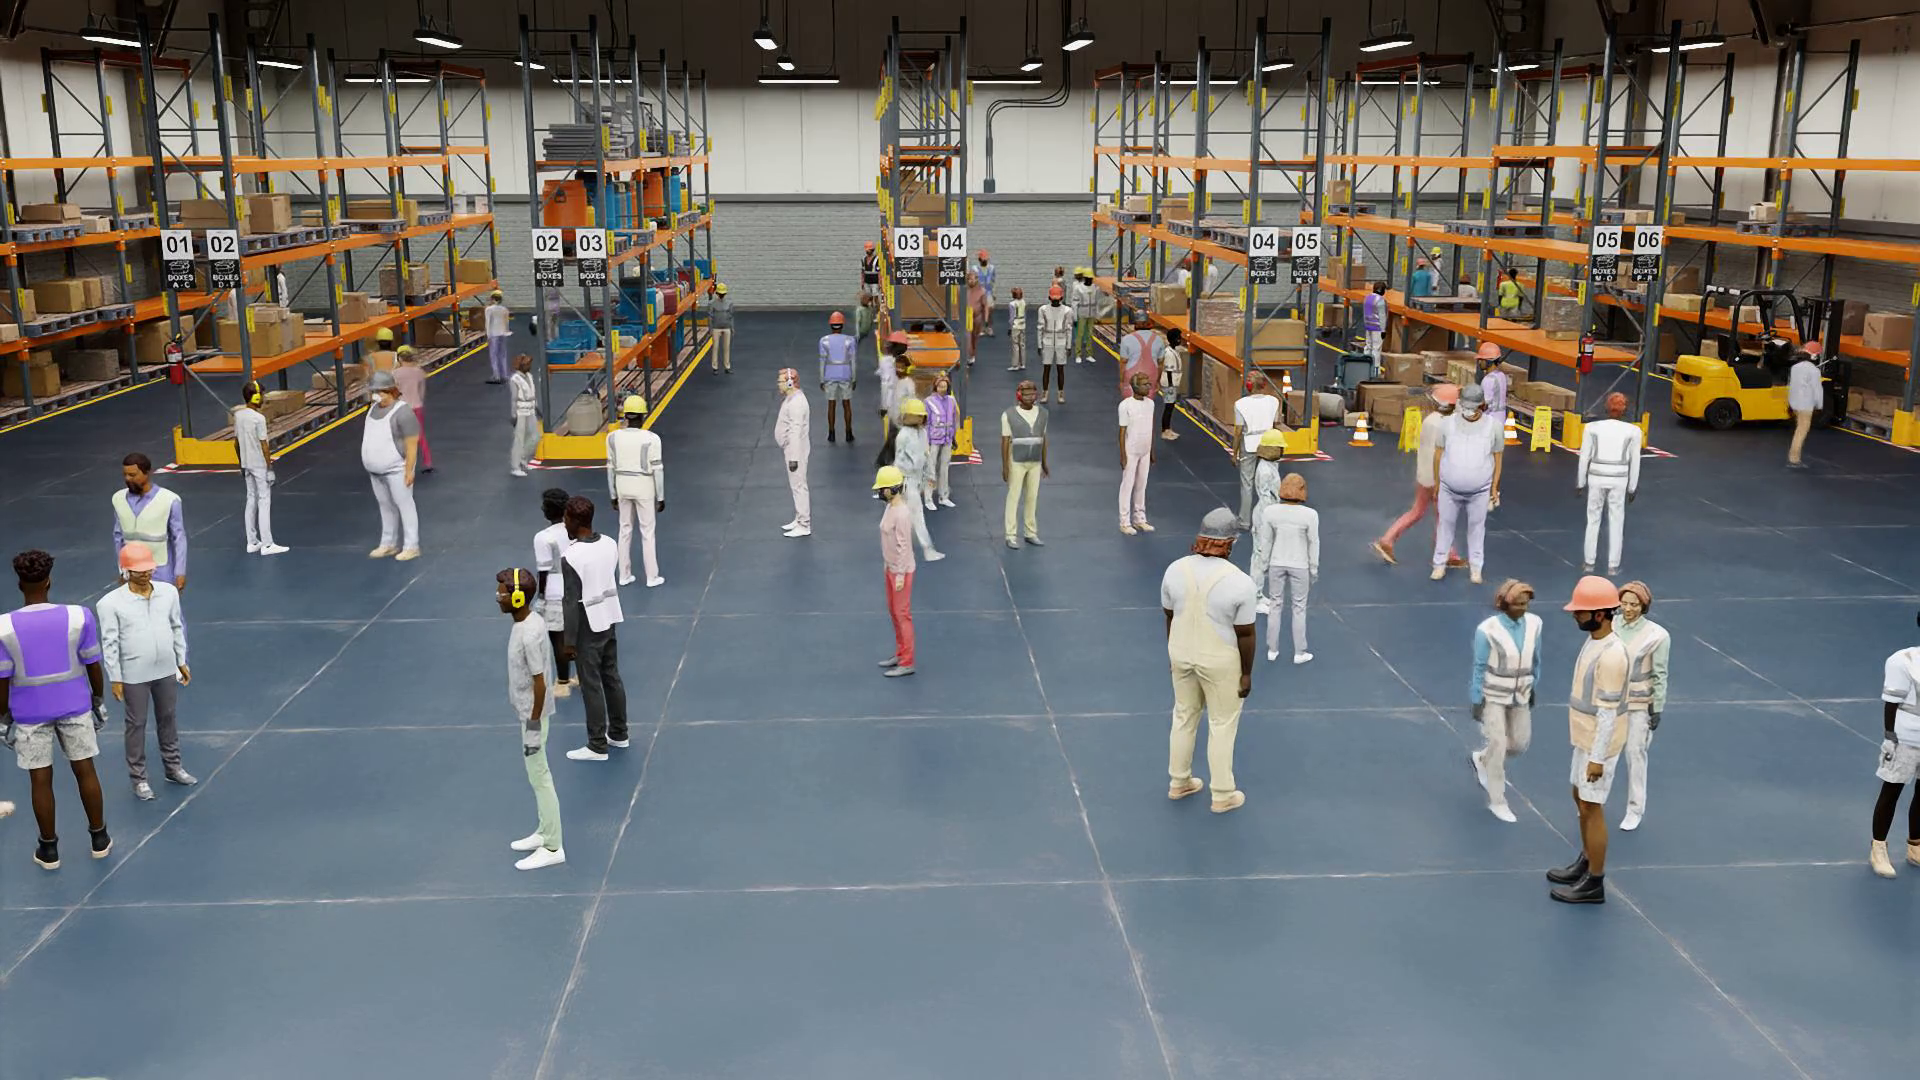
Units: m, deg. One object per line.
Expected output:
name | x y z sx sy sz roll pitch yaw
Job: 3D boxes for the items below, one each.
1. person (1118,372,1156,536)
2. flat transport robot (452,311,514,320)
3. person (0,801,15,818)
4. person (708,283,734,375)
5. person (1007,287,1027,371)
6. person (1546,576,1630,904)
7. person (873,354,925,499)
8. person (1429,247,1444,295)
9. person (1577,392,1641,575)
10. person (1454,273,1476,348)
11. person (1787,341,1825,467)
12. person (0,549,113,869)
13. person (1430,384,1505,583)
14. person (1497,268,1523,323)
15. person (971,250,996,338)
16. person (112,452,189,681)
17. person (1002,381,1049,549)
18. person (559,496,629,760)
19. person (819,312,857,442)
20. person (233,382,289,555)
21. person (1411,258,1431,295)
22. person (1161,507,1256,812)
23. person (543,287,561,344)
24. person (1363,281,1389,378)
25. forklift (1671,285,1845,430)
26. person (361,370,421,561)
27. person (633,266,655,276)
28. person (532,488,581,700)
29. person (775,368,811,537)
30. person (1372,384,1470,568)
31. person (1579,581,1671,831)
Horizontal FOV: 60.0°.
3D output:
person | 2.011 -0.982 18.844 0.508 1.846 0.342 -10 17 -37
flat transport robot | -12.065 -5.657 42.026 1.431 0.197 0.652 5 14 19
person | -6.710 0.903 10.440 0.689 2.000 1.045 10 17 37
person | -4.613 -4.085 32.170 0.523 1.765 0.316 -7 15 -26
person | 1.123 -4.146 32.697 0.306 1.637 0.523 10 17 37
person | 3.645 1.153 9.644 0.388 1.924 0.550 2 13 9
person | -0.739 -1.421 20.744 0.701 1.827 0.547 -4 14 -18
person | 12.238 -6.614 42.765 0.405 1.823 0.591 4 14 17
person | 6.647 -0.580 17.059 0.583 1.882 0.337 6 14 23
person | 11.025 -5.023 36.429 0.508 1.628 0.287 5 14 21
person | 11.618 -1.857 22.790 0.449 1.737 0.570 0 13 -2
person | -5.520 1.020 10.103 0.612 1.963 0.363 -9 16 -34
person | 5.084 -0.577 16.710 0.674 2.000 0.535 5 14 19
person | 12.367 -5.266 37.372 0.545 1.679 0.605 3 14 11
person | 0.570 -5.650 38.272 0.642 2.000 0.967 -3 14 -14
person | -6.607 0.216 13.616 0.597 1.916 0.371 2 13 8
person | 0.703 -0.833 18.216 0.572 1.843 0.373 -7 15 -28
person | -2.623 0.627 11.904 0.397 1.910 0.587 5 14 20
person | -1.814 -2.429 24.784 0.551 1.932 0.378 -1 13 -4
person | -7.568 -0.774 17.928 0.534 1.863 0.332 8 15 31
person | 10.942 -5.854 39.726 0.575 1.727 0.711 -6 15 -24
person | 1.684 0.767 11.017 0.683 2.000 0.535 10 17 37
person | -8.950 -5.001 36.187 0.404 1.697 0.670 11 17 39
person | 7.922 -3.998 31.645 0.429 1.838 0.621 -4 14 -18
forklift | 12.503 -2.886 26.166 2.313 2.155 1.214 -1 13 -3
person | -6.064 -0.793 17.627 0.688 2.000 0.536 9 16 32
person | -7.845 -6.239 41.315 0.575 1.748 0.337 -5 14 -22
person | -3.176 0.432 13.203 0.318 1.689 0.600 8 15 30
person | -1.893 -0.993 18.795 0.394 1.899 0.642 -2 13 -7
person | 4.844 -0.660 17.294 0.978 1.949 0.623 0 13 1
person | 4.273 1.052 10.695 0.314 1.633 0.520 -12 18 -42
